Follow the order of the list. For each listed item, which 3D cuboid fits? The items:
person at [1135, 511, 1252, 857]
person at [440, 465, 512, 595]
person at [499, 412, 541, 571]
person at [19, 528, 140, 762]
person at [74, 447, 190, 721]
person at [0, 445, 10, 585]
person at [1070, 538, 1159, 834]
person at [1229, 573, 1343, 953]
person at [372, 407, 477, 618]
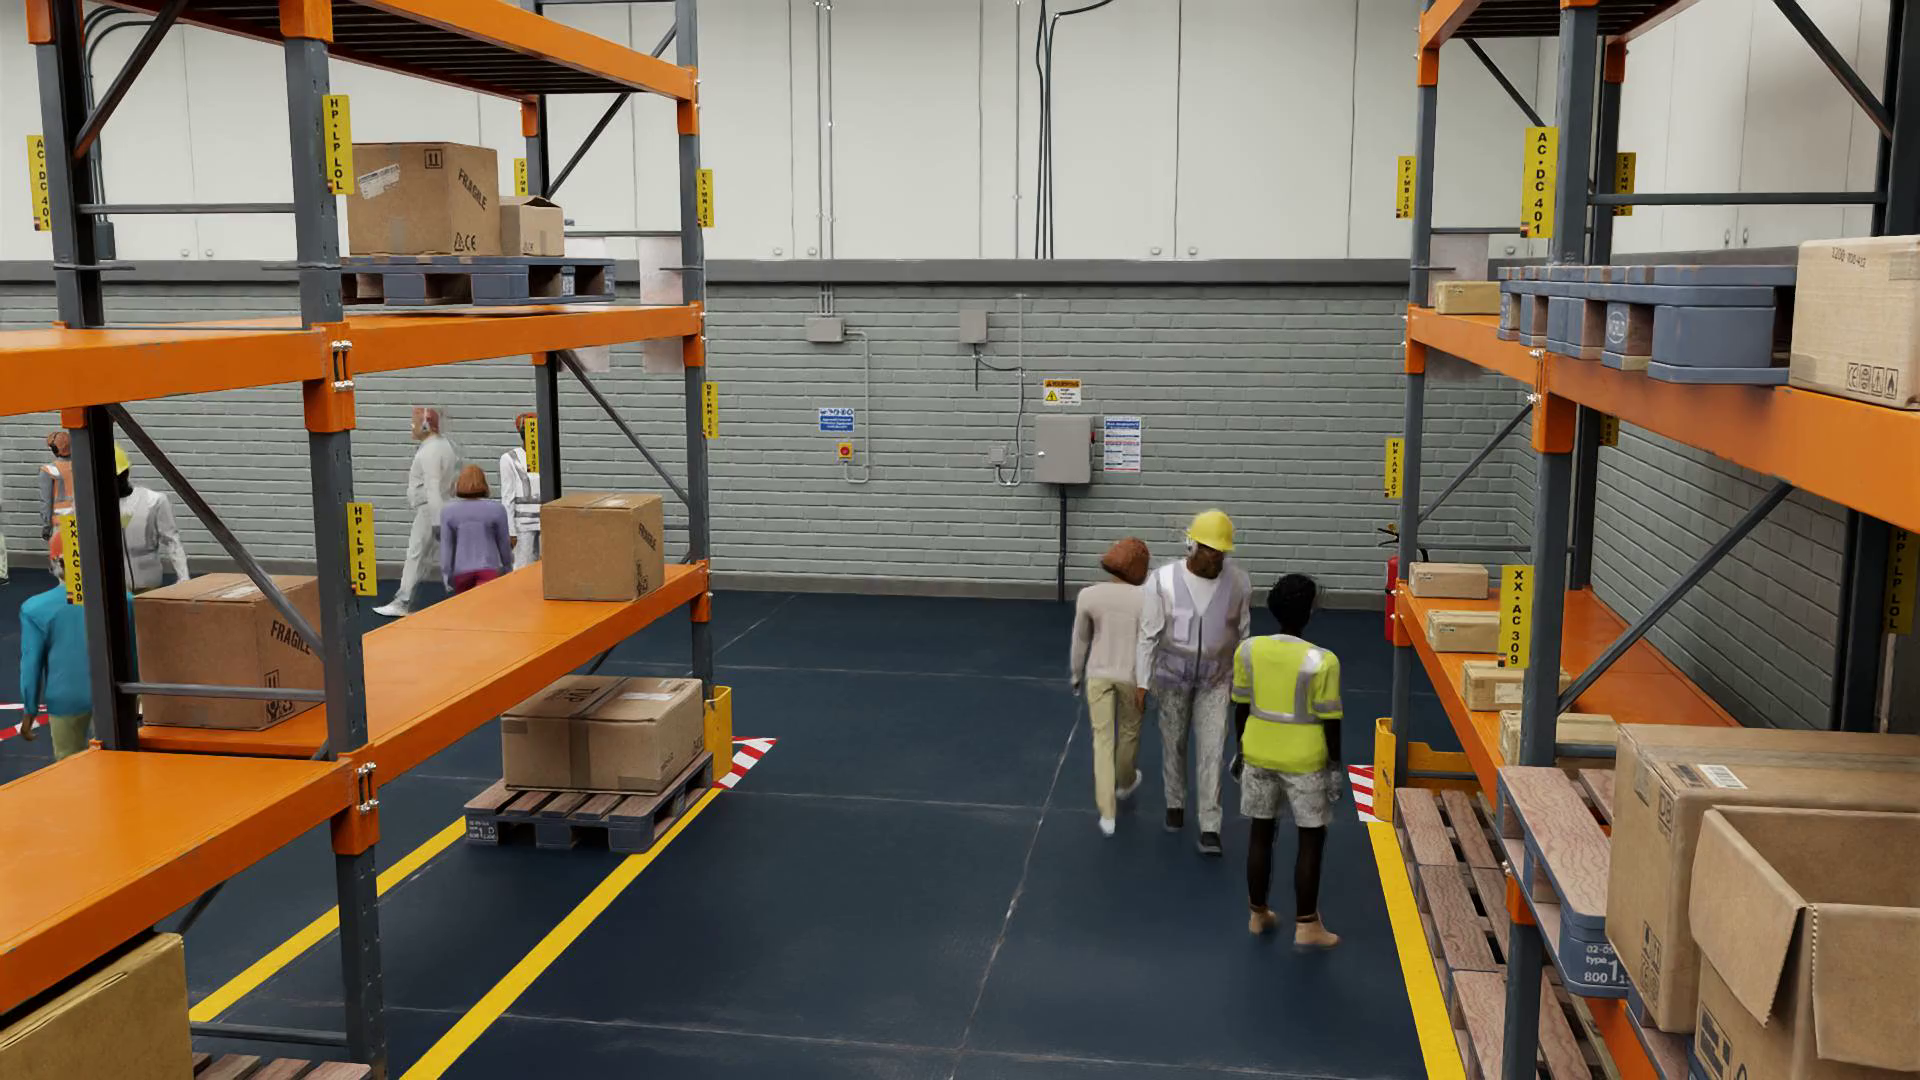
[{"bbox_3d":[1.222,0.742,8.695,0.613,1.776,0.915,1,9,4],"label":"person"},{"bbox_3d":[-3.605,0.239,12.423,0.496,1.581,0.891,-1,9,-8],"label":"person"},{"bbox_3d":[-3.495,-0.106,13.632,0.351,1.884,0.581,6,11,31],"label":"person"},{"bbox_3d":[-4.519,0.790,8.573,0.574,1.753,0.377,-8,12,-40],"label":"person"},{"bbox_3d":[-5.596,0.282,11.293,0.684,1.855,0.927,-5,10,-28],"label":"person"},{"bbox_3d":[-9.443,-0.415,15.981,0.575,1.739,0.348,3,10,21],"label":"person"},{"bbox_3d":[0.873,0.764,9.181,0.530,1.566,0.849,2,9,11],"label":"person"},{"bbox_3d":[1.472,0.993,7.464,0.601,1.691,0.329,8,12,40],"label":"person"},{"bbox_3d":[-4.598,-0.233,14.517,1.020,1.860,0.660,0,9,-2],"label":"person"}]
